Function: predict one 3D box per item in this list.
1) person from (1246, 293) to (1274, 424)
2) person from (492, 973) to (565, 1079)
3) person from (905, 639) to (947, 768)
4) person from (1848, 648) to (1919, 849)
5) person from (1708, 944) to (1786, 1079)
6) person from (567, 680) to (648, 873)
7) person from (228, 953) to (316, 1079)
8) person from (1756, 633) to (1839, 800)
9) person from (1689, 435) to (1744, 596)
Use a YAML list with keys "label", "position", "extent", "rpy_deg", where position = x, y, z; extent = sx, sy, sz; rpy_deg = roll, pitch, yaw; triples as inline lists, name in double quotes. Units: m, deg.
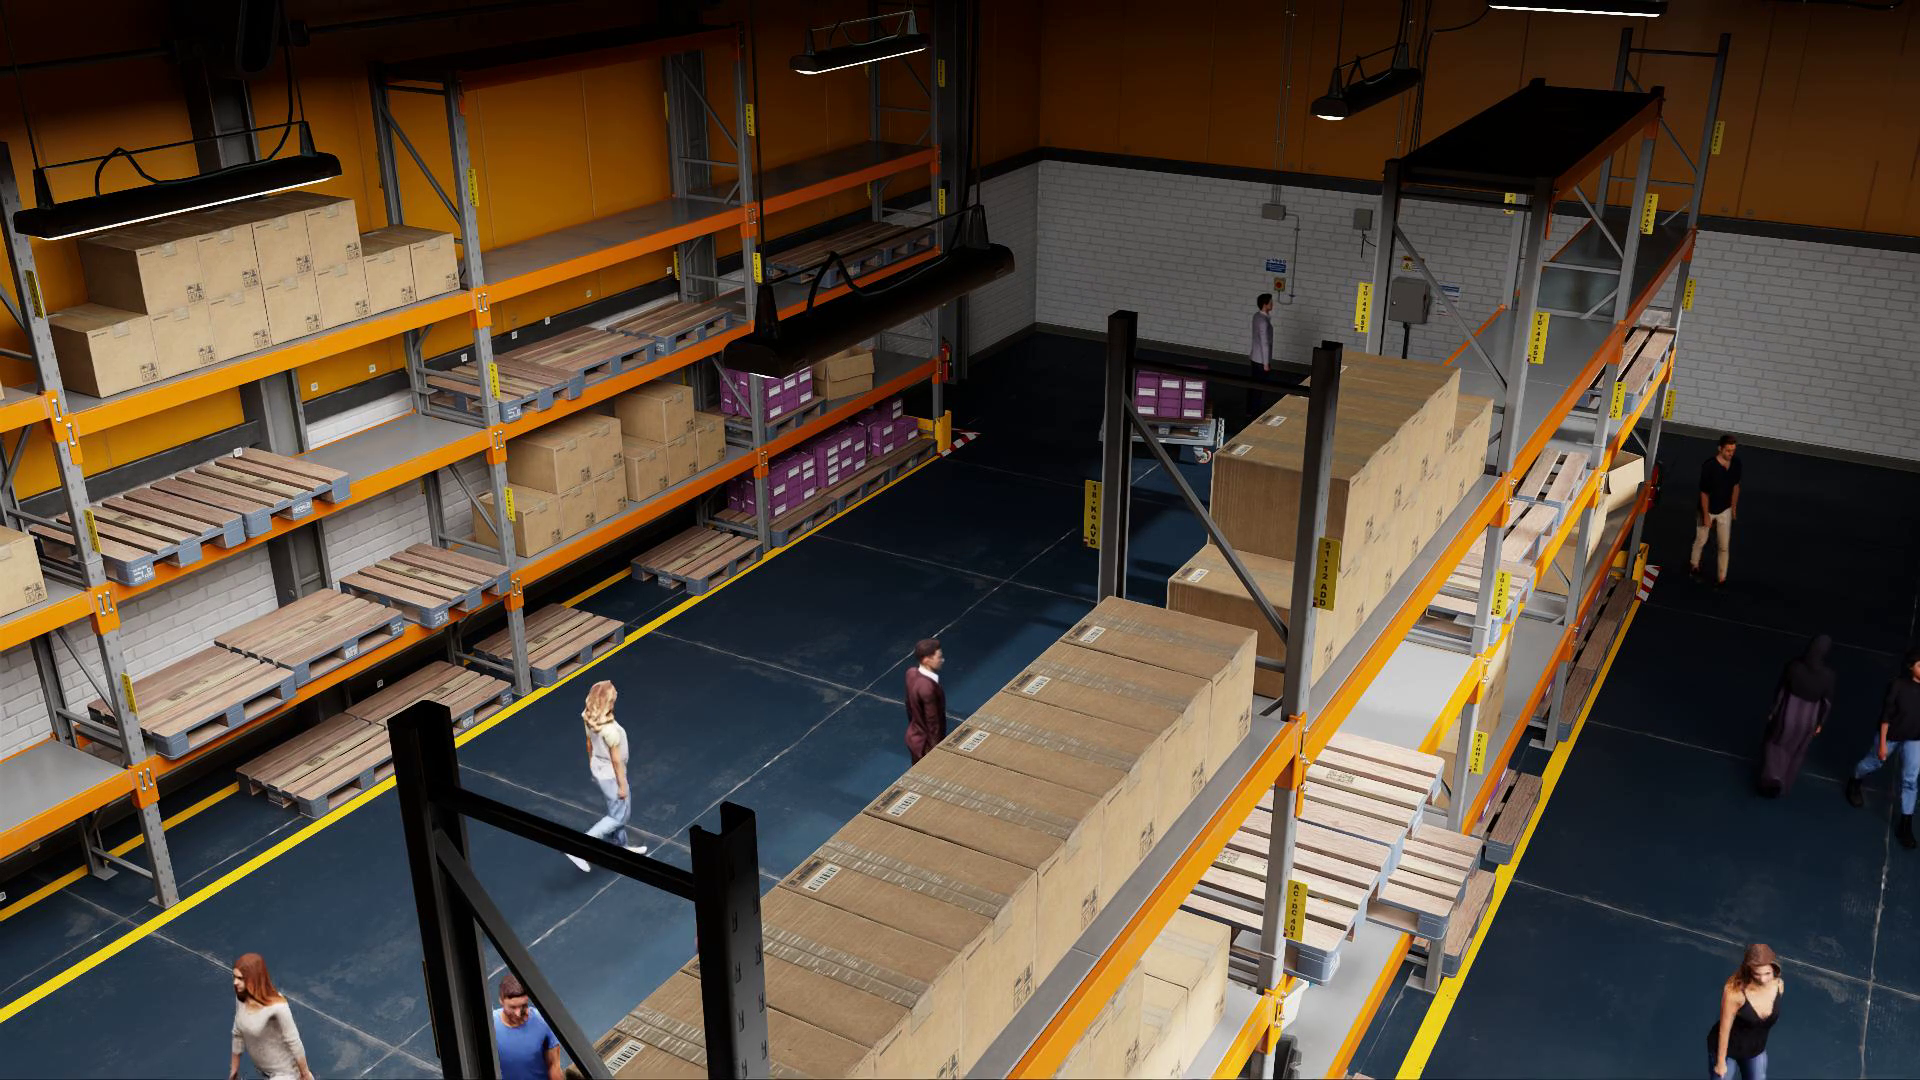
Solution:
- label: "person"
  position: [4.242, -2.585, 23.498]
  extent: [0.829, 1.853, 0.720]
  rpy_deg: [-2, 24, -3]
- label: "person"
  position: [-2.602, 3.303, 10.076]
  extent: [1.119, 1.816, 1.316]
  rpy_deg: [-1, 24, -2]
- label: "person"
  position: [-0.279, 1.665, 13.764]
  extent: [0.808, 1.862, 0.776]
  rpy_deg: [-10, 25, -21]
- label: "person"
  position: [7.866, 1.648, 14.054]
  extent: [0.960, 1.662, 1.218]
  rpy_deg: [0, 24, 0]
- label: "person"
  position: [4.911, 3.181, 10.523]
  extent: [0.751, 1.681, 0.803]
  rpy_deg: [-9, 25, -20]
- label: "person"
  position: [-2.886, 1.946, 13.317]
  extent: [1.031, 1.706, 0.837]
  rpy_deg: [-18, 29, -35]
- label: "person"
  position: [-4.200, 3.240, 10.405]
  extent: [0.653, 1.666, 1.056]
  rpy_deg: [14, 27, 30]
- label: "person"
  position: [7.211, 1.552, 14.349]
  extent: [0.638, 1.601, 0.787]
  rpy_deg: [11, 26, 24]
- label: "person"
  position: [8.303, -0.346, 18.430]
  extent: [0.963, 1.810, 1.103]
  rpy_deg: [-1, 24, -3]
